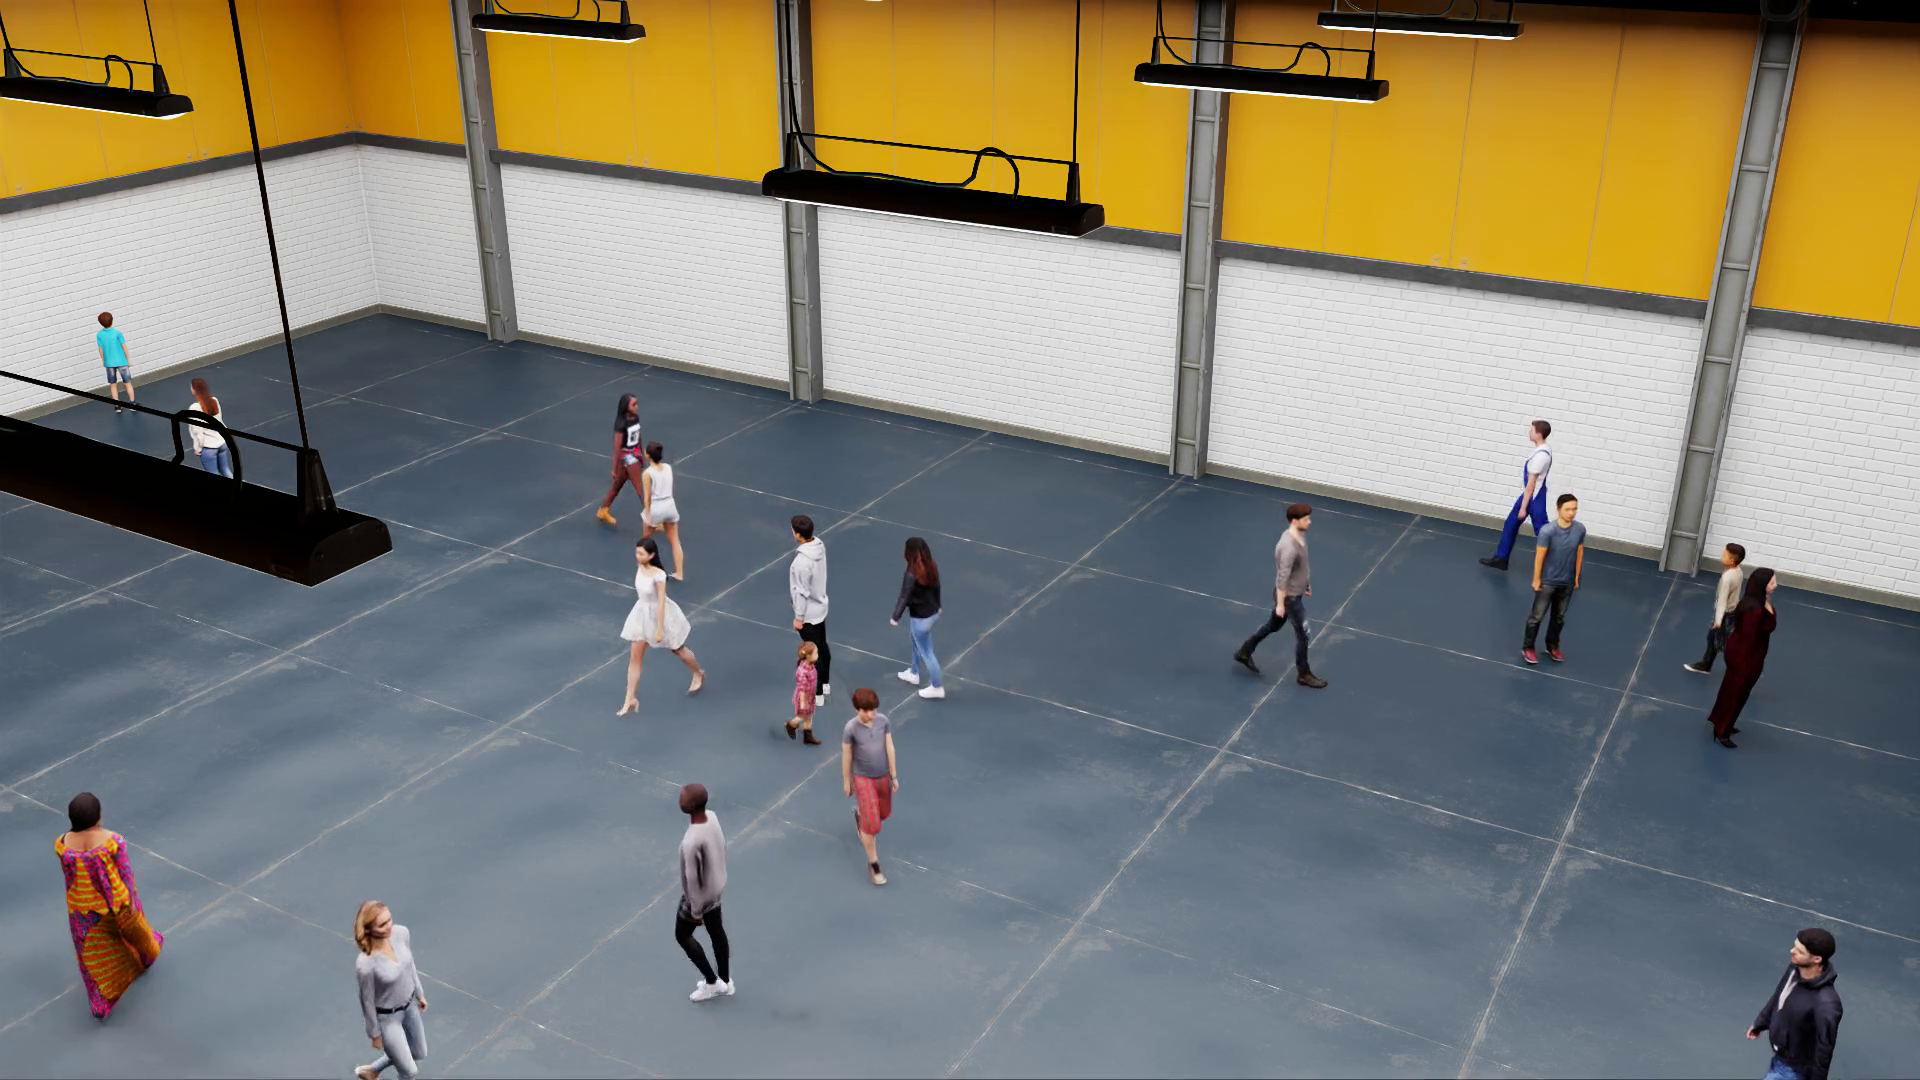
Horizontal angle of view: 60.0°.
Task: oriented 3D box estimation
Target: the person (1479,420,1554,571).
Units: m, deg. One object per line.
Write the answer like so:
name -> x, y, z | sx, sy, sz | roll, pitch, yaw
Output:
person -> 6.399, -0.397, 18.247 | 1.317, 1.805, 0.688 | 11, 26, 23

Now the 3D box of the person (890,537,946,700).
person -> -0.284, 0.758, 15.843 | 0.807, 1.615, 0.666 | 10, 26, 22

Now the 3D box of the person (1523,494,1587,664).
person -> 5.897, 0.367, 16.500 | 0.685, 1.805, 0.774 | -3, 24, -8

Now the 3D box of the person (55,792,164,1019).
person -> -6.057, 2.546, 11.682 | 1.149, 1.671, 1.148 | -4, 24, -9

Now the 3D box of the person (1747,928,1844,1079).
person -> 5.177, 3.155, 10.082 | 1.235, 1.836, 0.892 | 6, 24, 13

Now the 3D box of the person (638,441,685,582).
person -> -3.246, -0.284, 18.263 | 0.924, 1.586, 0.699 | 21, 31, 39

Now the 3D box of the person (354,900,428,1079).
person -> -3.636, 2.993, 10.519 | 0.936, 1.784, 0.674 | 10, 26, 22

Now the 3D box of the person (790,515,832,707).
person -> -1.390, 0.649, 15.702 | 0.693, 1.928, 0.740 | 5, 24, 12

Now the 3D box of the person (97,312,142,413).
person -> -11.977, -2.537, 23.589 | 0.589, 1.449, 0.655 | -5, 24, -11

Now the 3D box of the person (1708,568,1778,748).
person -> 7.070, 1.041, 15.018 | 0.634, 1.757, 0.685 | 10, 26, 22

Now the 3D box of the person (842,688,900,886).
person -> -0.737, 1.871, 13.277 | 0.942, 1.631, 1.091 | -10, 26, -22

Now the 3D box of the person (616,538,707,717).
person -> -2.768, 0.791, 15.641 | 0.924, 1.717, 1.217 | -21, 31, -39

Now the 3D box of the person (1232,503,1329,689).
person -> 3.086, 0.511, 16.081 | 1.257, 1.877, 0.880 | 7, 24, 15

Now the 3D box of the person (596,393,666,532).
person -> -3.982, -0.887, 19.541 | 1.313, 1.667, 0.888 | 6, 24, 13

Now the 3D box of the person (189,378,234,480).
person -> -9.050, -1.151, 20.113 | 0.588, 1.693, 0.654 | 9, 25, 19

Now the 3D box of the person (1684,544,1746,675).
person -> 7.491, 0.746, 16.090 | 0.942, 1.439, 0.650 | 18, 29, 35

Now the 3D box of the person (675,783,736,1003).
person -> -1.711, 2.489, 11.699 | 0.655, 1.762, 0.688 | 7, 25, 15

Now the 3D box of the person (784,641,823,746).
person -> -1.443, 1.398, 15.132 | 0.627, 1.012, 0.518 | 7, 25, 16
